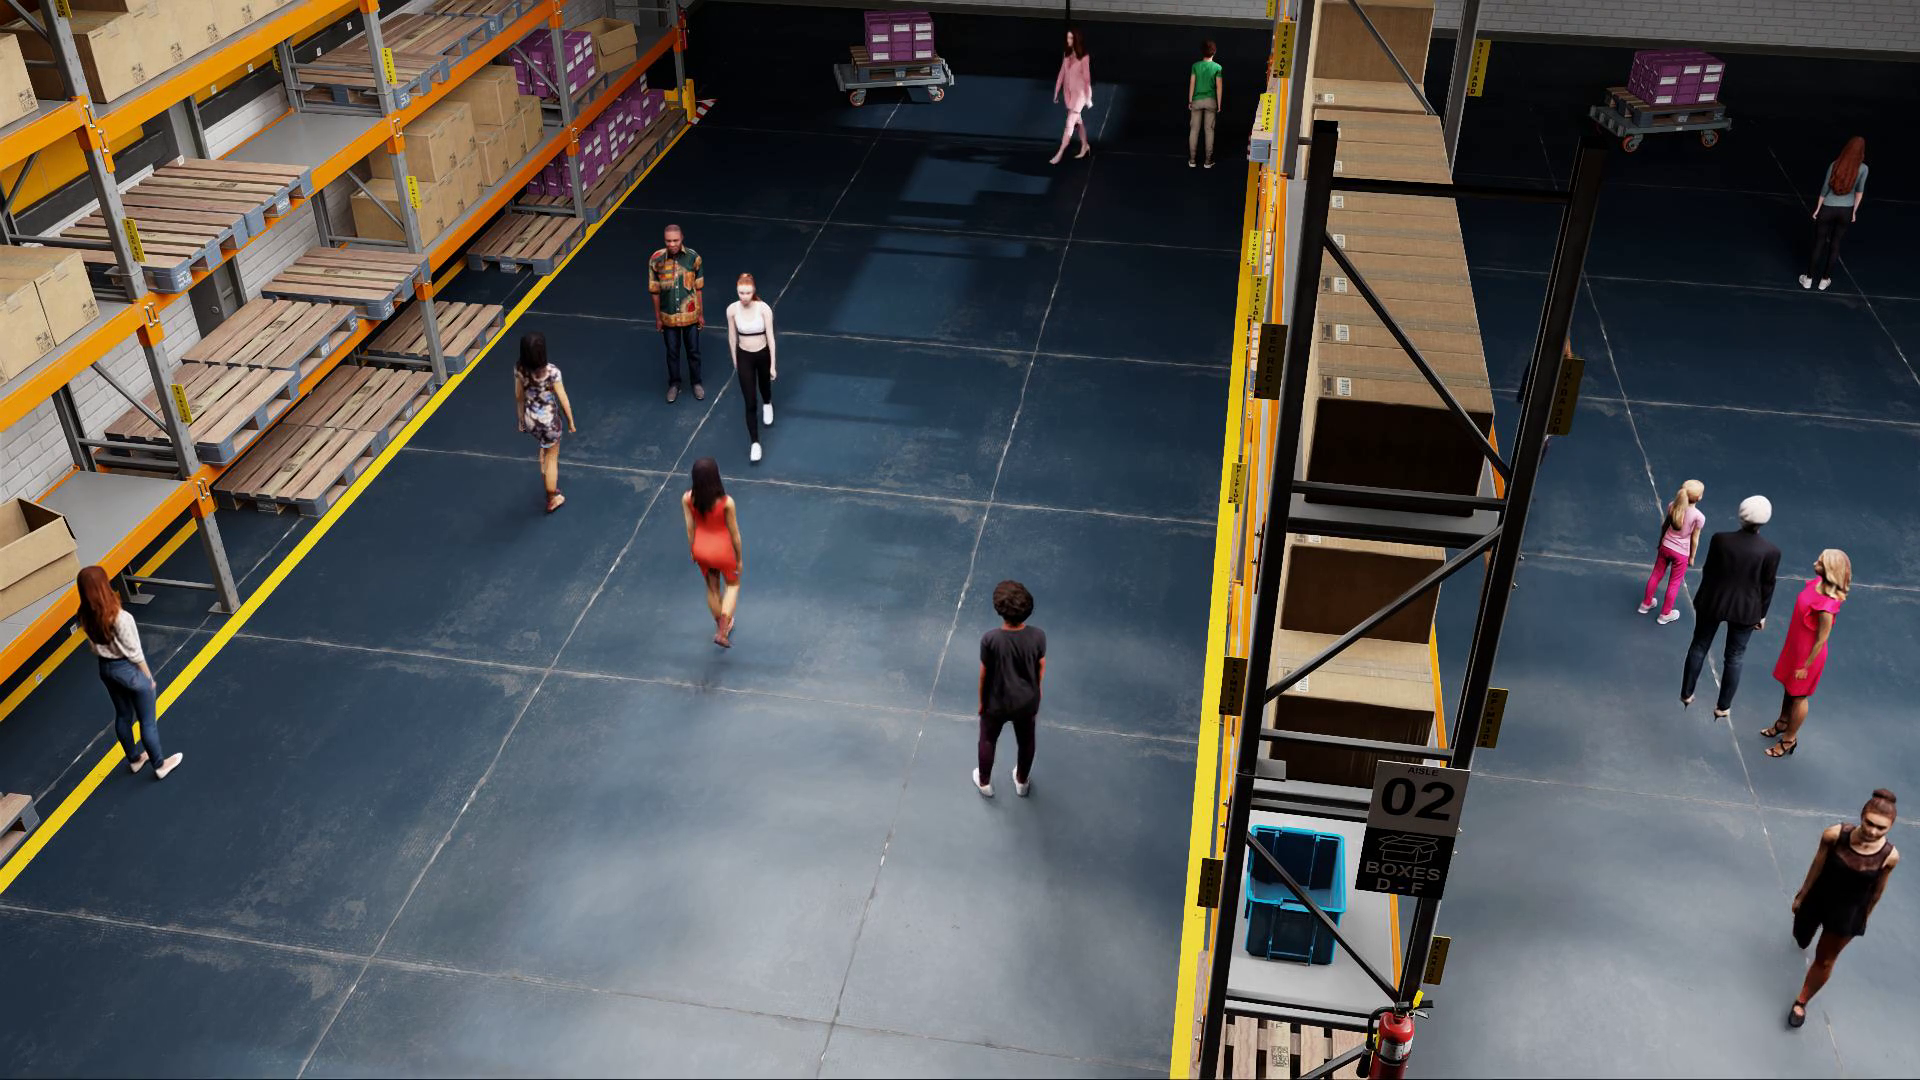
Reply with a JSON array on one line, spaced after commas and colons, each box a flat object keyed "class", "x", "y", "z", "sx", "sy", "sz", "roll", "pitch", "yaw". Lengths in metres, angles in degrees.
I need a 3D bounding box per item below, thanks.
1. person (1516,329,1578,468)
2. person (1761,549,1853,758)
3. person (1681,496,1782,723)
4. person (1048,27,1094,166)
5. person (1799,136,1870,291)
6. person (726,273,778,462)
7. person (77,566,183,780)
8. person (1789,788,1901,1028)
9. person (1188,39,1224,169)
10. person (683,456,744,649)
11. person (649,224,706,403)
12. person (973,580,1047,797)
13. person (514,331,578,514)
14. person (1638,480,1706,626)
[{"class": "person", "x": 5.096, "y": -1.073, "z": 14.591, "sx": 0.624, "sy": 1.694, "sz": 1.023, "roll": 7, "pitch": 34, "yaw": 11}, {"class": "person", "x": 5.990, "y": 0.790, "z": 11.758, "sx": 0.648, "sy": 1.728, "sz": 0.502, "roll": 9, "pitch": 35, "yaw": 13}, {"class": "person", "x": 5.298, "y": 0.470, "z": 11.358, "sx": 0.807, "sy": 1.781, "sz": 0.730, "roll": 20, "pitch": 39, "yaw": 28}, {"class": "person", "x": 1.564, "y": -5.767, "z": 21.590, "sx": 1.156, "sy": 1.763, "sz": 1.056, "roll": -25, "pitch": 41, "yaw": -33}, {"class": "person", "x": 9.668, "y": -3.608, "z": 18.362, "sx": 0.621, "sy": 1.743, "sz": 0.589, "roll": 11, "pitch": 35, "yaw": 16}, {"class": "person", "x": -1.896, "y": -1.694, "z": 15.520, "sx": 0.765, "sy": 1.701, "sz": 1.251, "roll": -1, "pitch": 34, "yaw": -1}, {"class": "person", "x": -5.820, "y": 0.922, "z": 11.559, "sx": 0.597, "sy": 1.728, "sz": 0.554, "roll": 12, "pitch": 35, "yaw": 17}, {"class": "person", "x": 5.197, "y": 2.097, "z": 9.855, "sx": 0.841, "sy": 1.658, "sz": 1.045, "roll": 22, "pitch": 39, "yaw": 29}, {"class": "person", "x": 3.166, "y": -5.643, "z": 21.506, "sx": 0.583, "sy": 1.651, "sz": 0.532, "roll": 8, "pitch": 34, "yaw": 12}, {"class": "person", "x": -1.902, "y": 0.144, "z": 12.748, "sx": 0.589, "sy": 1.707, "sz": 0.784, "roll": 5, "pitch": 34, "yaw": 7}, {"class": "person", "x": -2.737, "y": -2.231, "z": 16.232, "sx": 0.790, "sy": 1.807, "sz": 0.783, "roll": -5, "pitch": 34, "yaw": -8}, {"class": "person", "x": 0.364, "y": 1.059, "z": 11.308, "sx": 0.720, "sy": 1.778, "sz": 0.729, "roll": -5, "pitch": 34, "yaw": -8}, {"class": "person", "x": -3.653, "y": -0.983, "z": 14.427, "sx": 0.659, "sy": 1.725, "sz": 0.628, "roll": 10, "pitch": 35, "yaw": 15}, {"class": "person", "x": 5.697, "y": 0.076, "z": 13.247, "sx": 0.620, "sy": 1.269, "sz": 0.561, "roll": -22, "pitch": 39, "yaw": -29}]
